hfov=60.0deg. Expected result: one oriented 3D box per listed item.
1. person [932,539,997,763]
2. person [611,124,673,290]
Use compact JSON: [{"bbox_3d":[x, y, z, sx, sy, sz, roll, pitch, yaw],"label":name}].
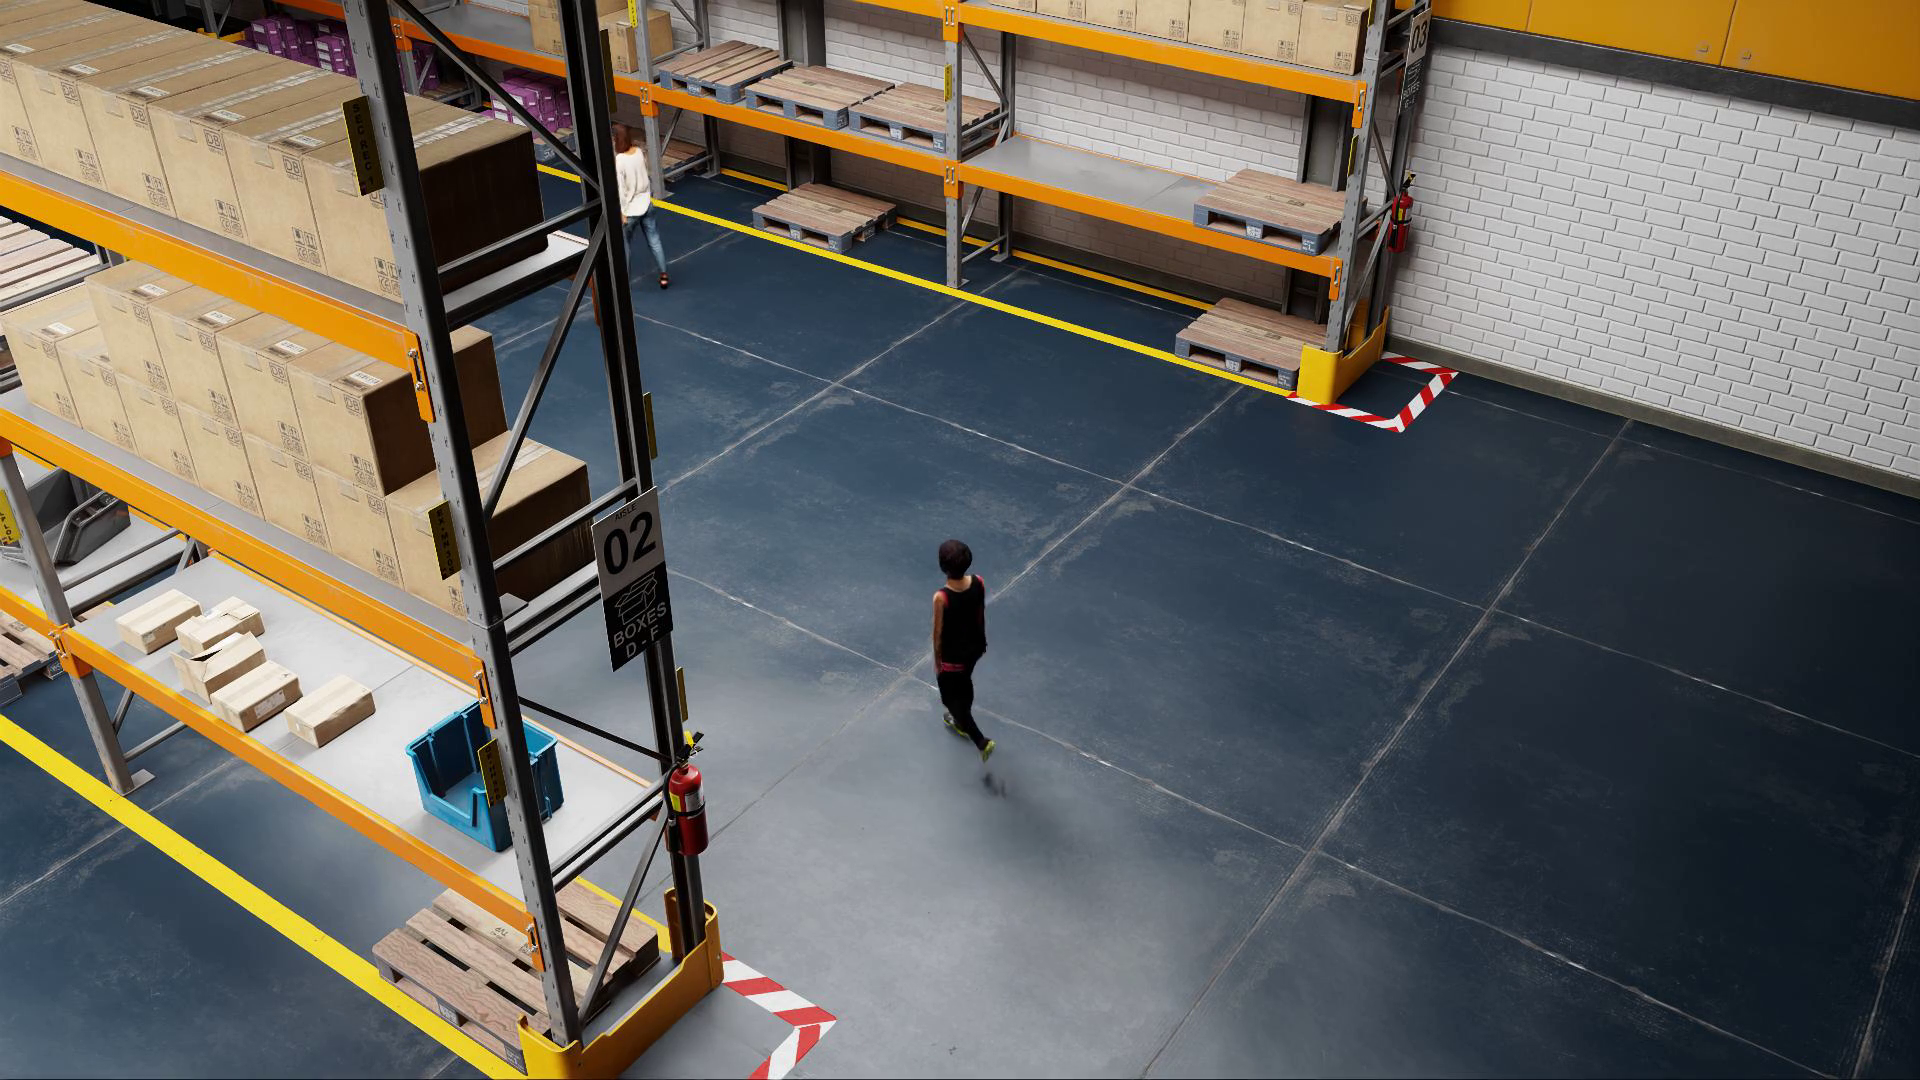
[{"bbox_3d":[0.045,0.715,10.269,0.719,1.527,0.966,-22,39,-29],"label":"person"},{"bbox_3d":[-3.078,-3.181,16.017,0.781,1.652,0.727,22,40,30],"label":"person"}]
